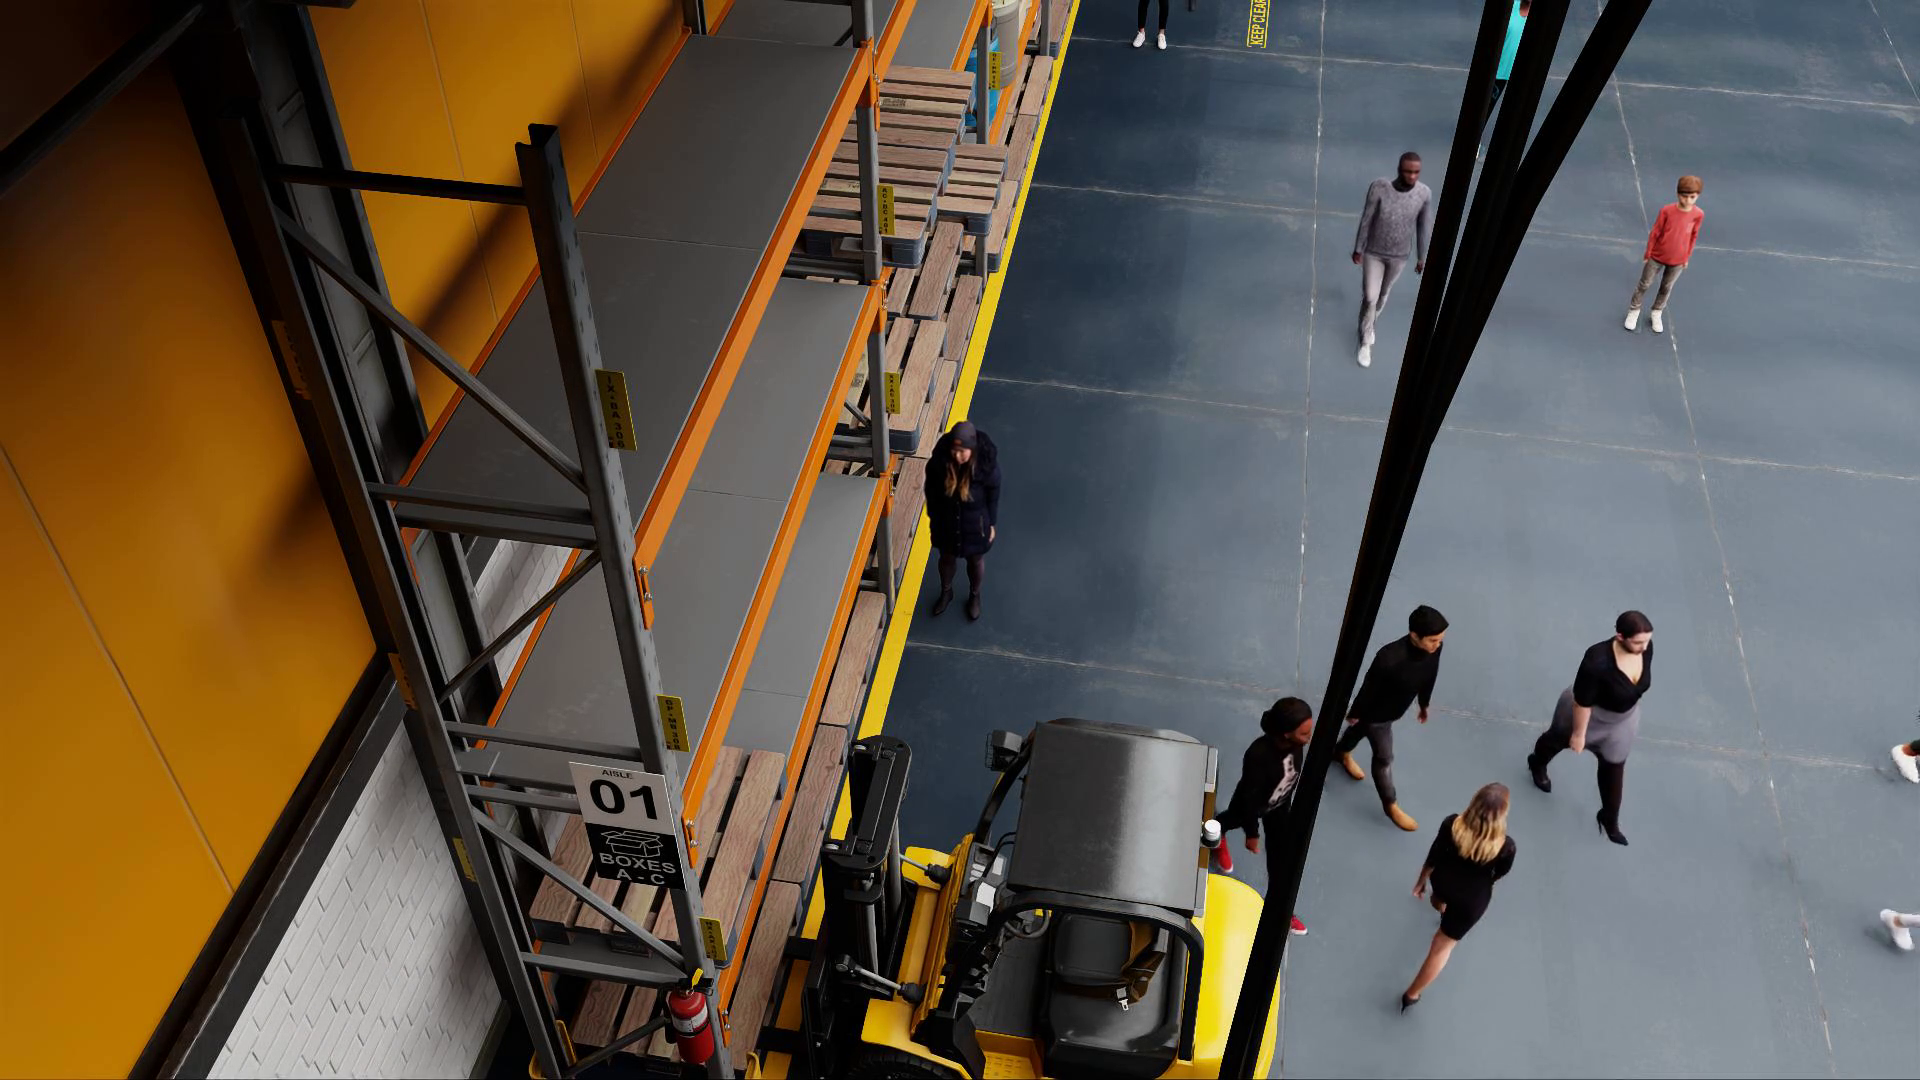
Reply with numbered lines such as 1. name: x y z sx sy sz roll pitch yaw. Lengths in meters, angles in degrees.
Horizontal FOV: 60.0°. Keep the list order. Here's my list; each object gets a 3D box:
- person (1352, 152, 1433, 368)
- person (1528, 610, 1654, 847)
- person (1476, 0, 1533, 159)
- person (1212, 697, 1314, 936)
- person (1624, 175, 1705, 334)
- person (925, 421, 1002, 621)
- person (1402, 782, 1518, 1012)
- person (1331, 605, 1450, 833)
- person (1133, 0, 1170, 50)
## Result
1. person: 3.417 -2.358 13.369 0.779 1.818 0.915 1 44 1
2. person: 3.725 0.975 9.940 1.006 1.721 1.153 -16 46 -16
3. person: 5.144 -4.405 15.523 0.598 1.811 0.505 8 44 9
4. person: 1.671 1.439 9.525 1.021 1.623 1.190 -17 46 -17
5. person: 5.817 -2.359 13.661 0.514 1.416 0.472 8 44 9
6. person: 0.019 -0.144 11.149 0.657 1.674 0.625 8 44 9
7. person: 2.645 1.976 8.959 0.898 1.625 1.160 26 49 24
8. person: 2.524 0.931 10.015 1.053 1.681 1.100 -27 50 -25
9. person: 2.054 -5.925 17.195 0.598 1.704 0.497 8 44 9
